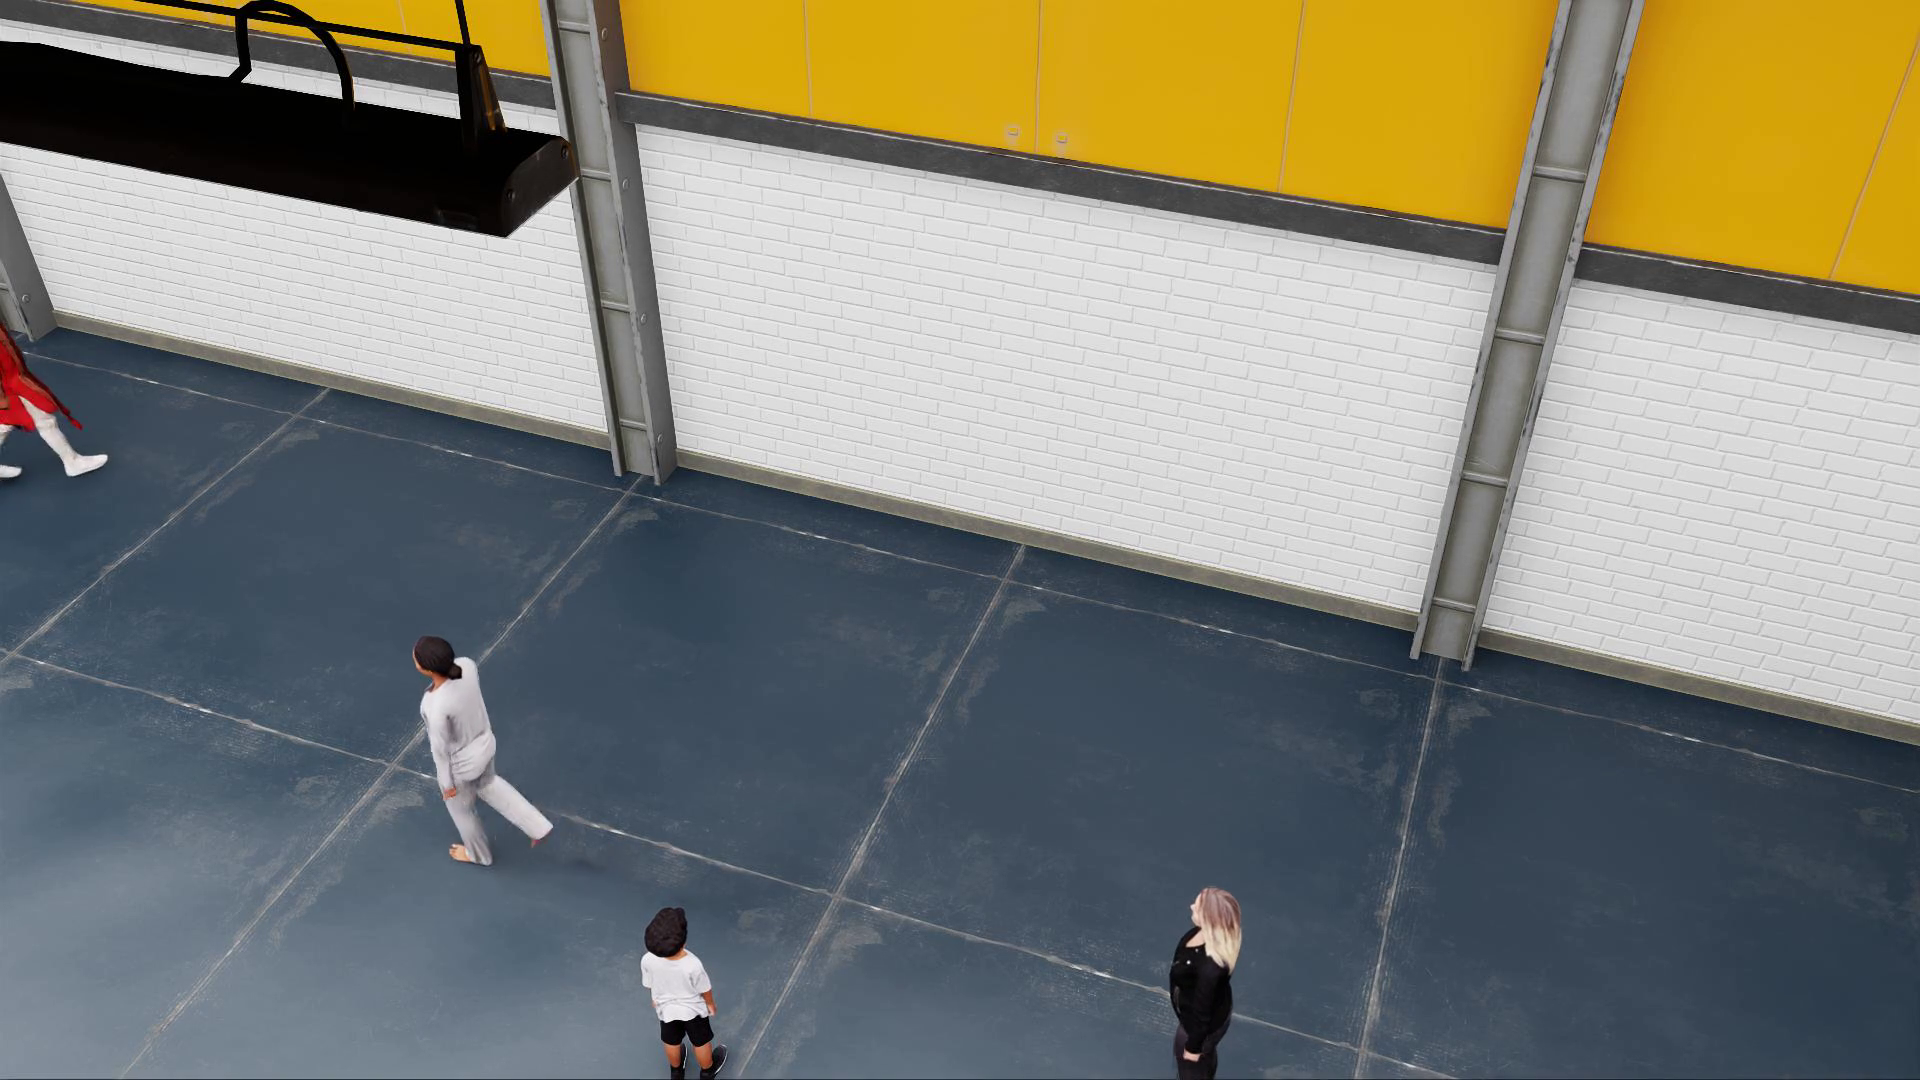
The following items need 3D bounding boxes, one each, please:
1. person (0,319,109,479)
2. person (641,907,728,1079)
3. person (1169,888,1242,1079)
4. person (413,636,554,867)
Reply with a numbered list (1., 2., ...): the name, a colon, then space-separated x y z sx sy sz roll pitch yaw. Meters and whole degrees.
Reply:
1. person: -7.043 -1.158 12.042 1.150 1.847 1.172 -23 44 -26
2. person: -1.381 2.269 8.219 0.497 1.262 0.594 4 39 5
3. person: 1.175 2.253 7.901 0.556 1.683 0.628 9 40 11
4. person: -2.653 1.194 9.196 0.870 1.721 0.657 11 40 13
